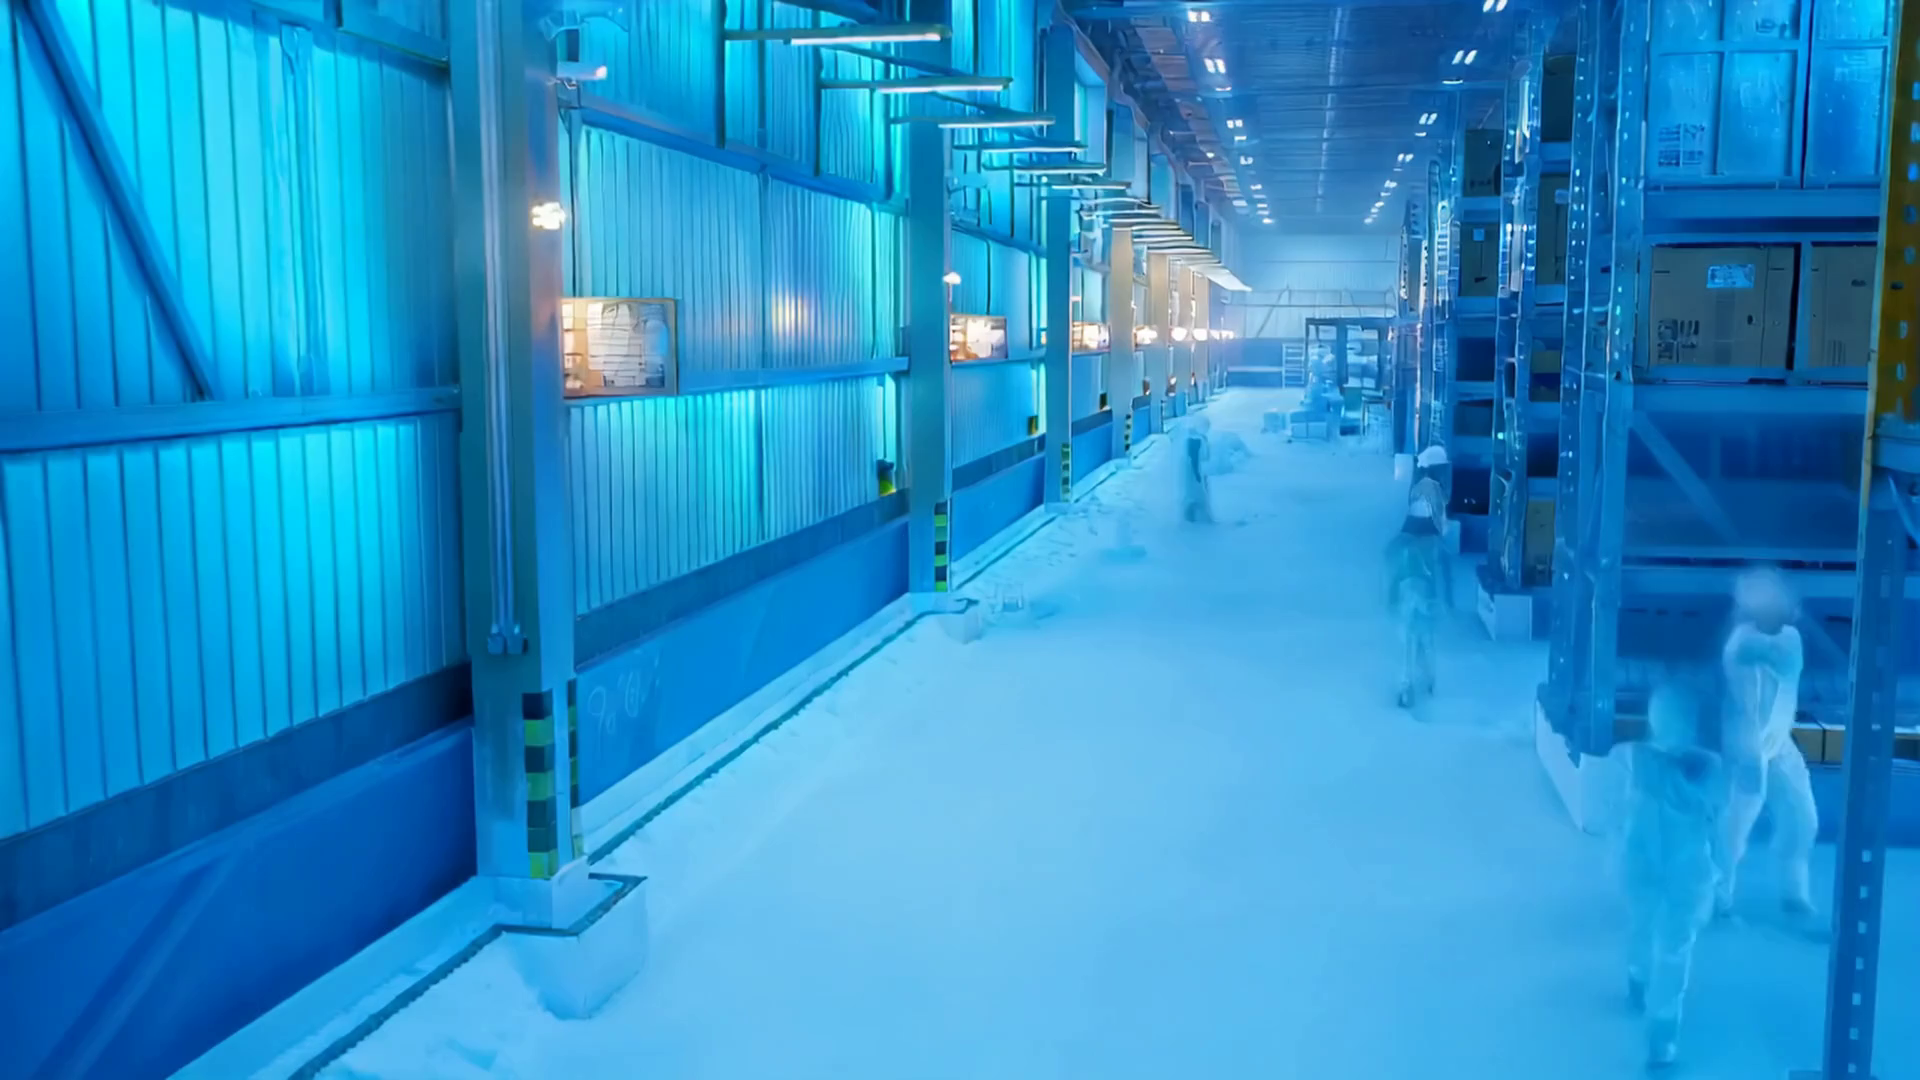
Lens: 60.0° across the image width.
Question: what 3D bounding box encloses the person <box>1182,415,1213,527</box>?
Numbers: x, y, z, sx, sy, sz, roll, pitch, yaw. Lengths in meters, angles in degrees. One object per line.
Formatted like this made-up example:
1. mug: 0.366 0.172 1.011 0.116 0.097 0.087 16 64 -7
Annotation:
1. person: 3.750 -1.087 26.372 0.495 1.805 0.647 4 8 26

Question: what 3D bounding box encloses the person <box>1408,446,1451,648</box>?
1. person: 4.618 0.065 16.382 0.381 1.994 0.614 6 9 39

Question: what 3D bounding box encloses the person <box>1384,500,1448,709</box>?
1. person: 3.789 0.520 13.855 0.502 1.717 0.745 2 7 15

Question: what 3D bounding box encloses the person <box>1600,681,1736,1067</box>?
1. person: 3.086 1.406 7.261 0.525 1.585 0.894 4 8 30

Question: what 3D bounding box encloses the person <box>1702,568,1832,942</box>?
1. person: 4.169 1.101 8.416 0.649 1.908 0.813 -5 9 -37
